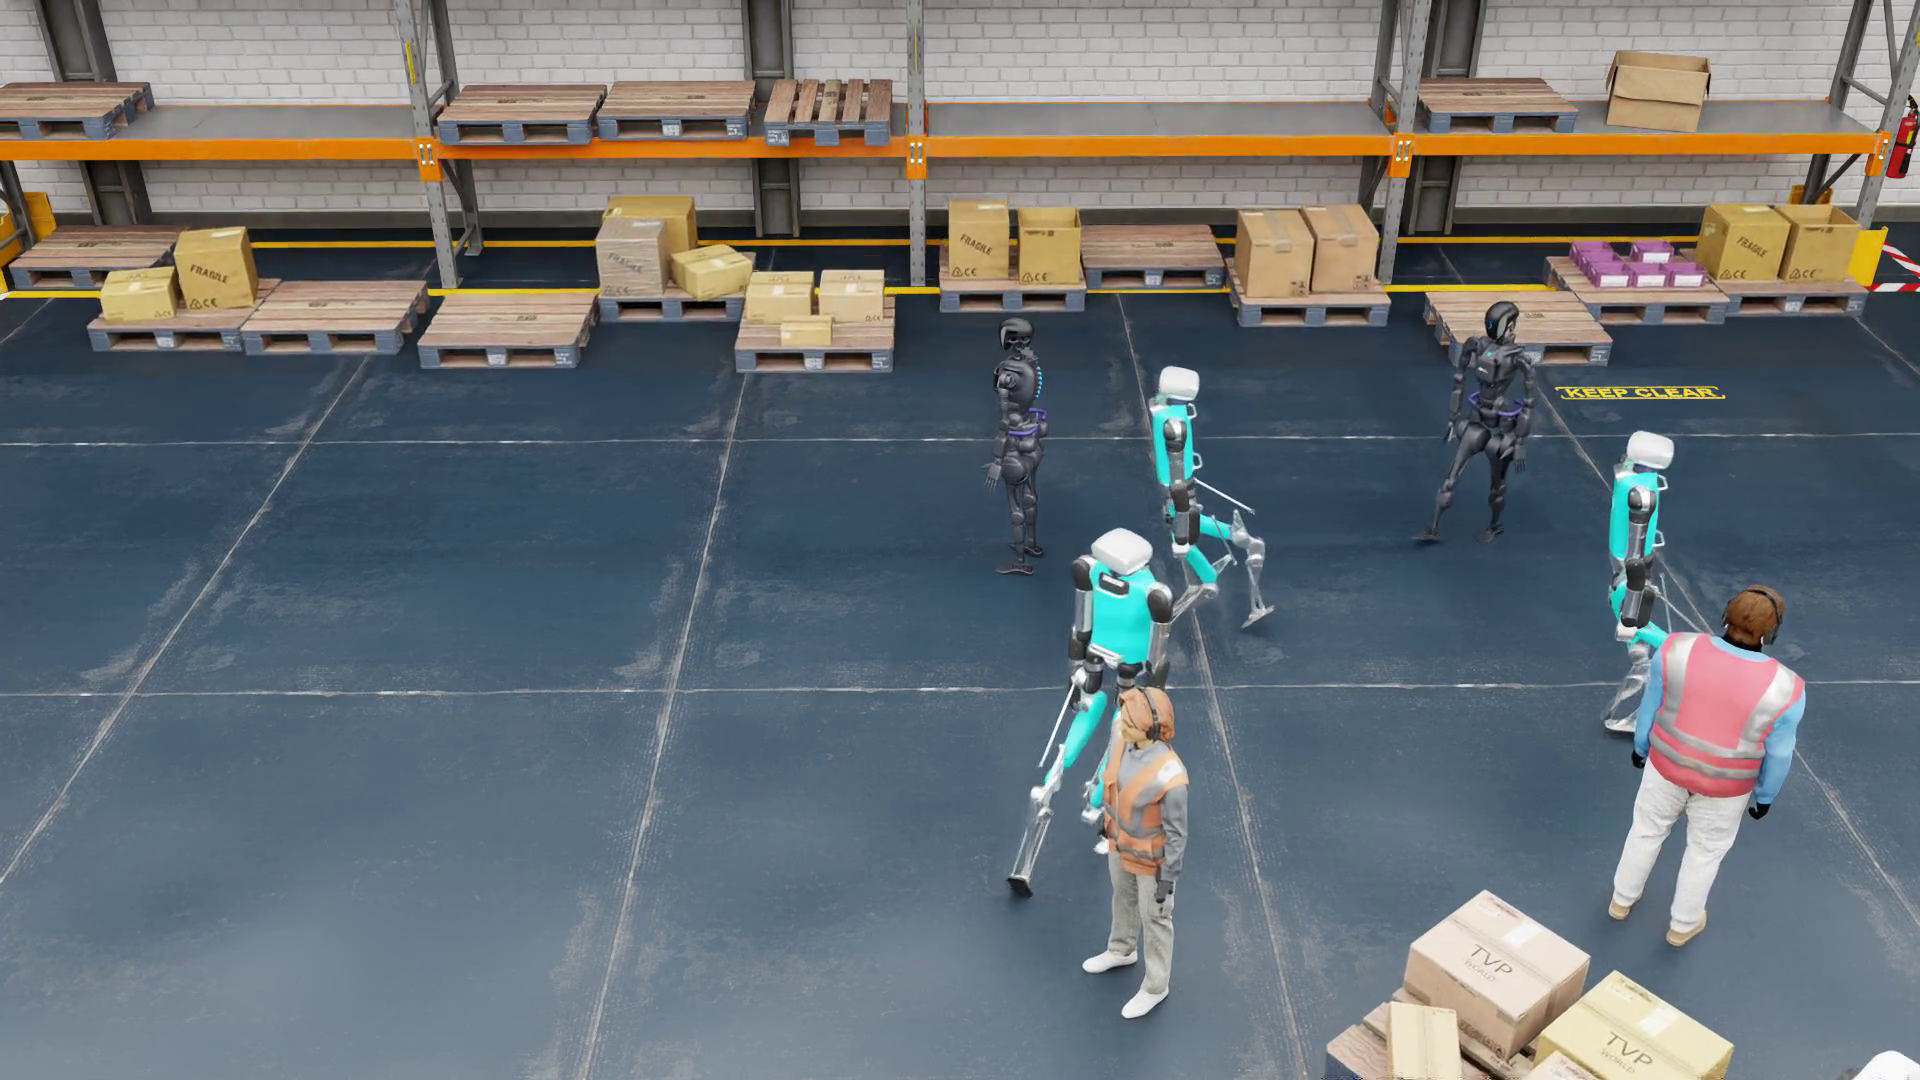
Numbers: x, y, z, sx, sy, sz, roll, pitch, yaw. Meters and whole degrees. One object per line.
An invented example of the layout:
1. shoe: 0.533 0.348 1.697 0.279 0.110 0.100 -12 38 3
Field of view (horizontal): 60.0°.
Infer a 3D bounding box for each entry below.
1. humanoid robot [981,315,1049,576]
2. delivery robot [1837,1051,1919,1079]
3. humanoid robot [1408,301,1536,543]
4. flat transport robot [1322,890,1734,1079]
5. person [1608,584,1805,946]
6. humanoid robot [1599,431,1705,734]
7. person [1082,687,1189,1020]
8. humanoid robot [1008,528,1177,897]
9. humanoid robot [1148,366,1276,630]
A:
1. humanoid robot: 0.343 -0.569 9.976 0.315 1.657 0.599 12 33 19
2. delivery robot: 3.482 2.292 6.323 0.802 0.600 0.499 -23 38 -33
3. humanoid robot: 3.210 -0.670 10.180 0.676 1.638 0.608 -22 38 -32
4. flat transport robot: 2.184 2.330 6.532 1.431 0.231 0.659 -23 38 -33
5. person: 3.243 0.992 7.247 0.635 1.833 0.429 20 36 30
6. humanoid robot: 3.587 0.344 8.502 0.743 1.880 0.548 7 32 11
7. person: 0.750 1.288 6.932 0.311 1.639 0.517 -15 34 -23
8. humanoid robot: 0.522 0.884 7.556 0.547 1.797 0.898 24 38 34
9. humanoid robot: 1.480 -0.147 9.270 1.016 1.767 0.537 -1 31 -2
